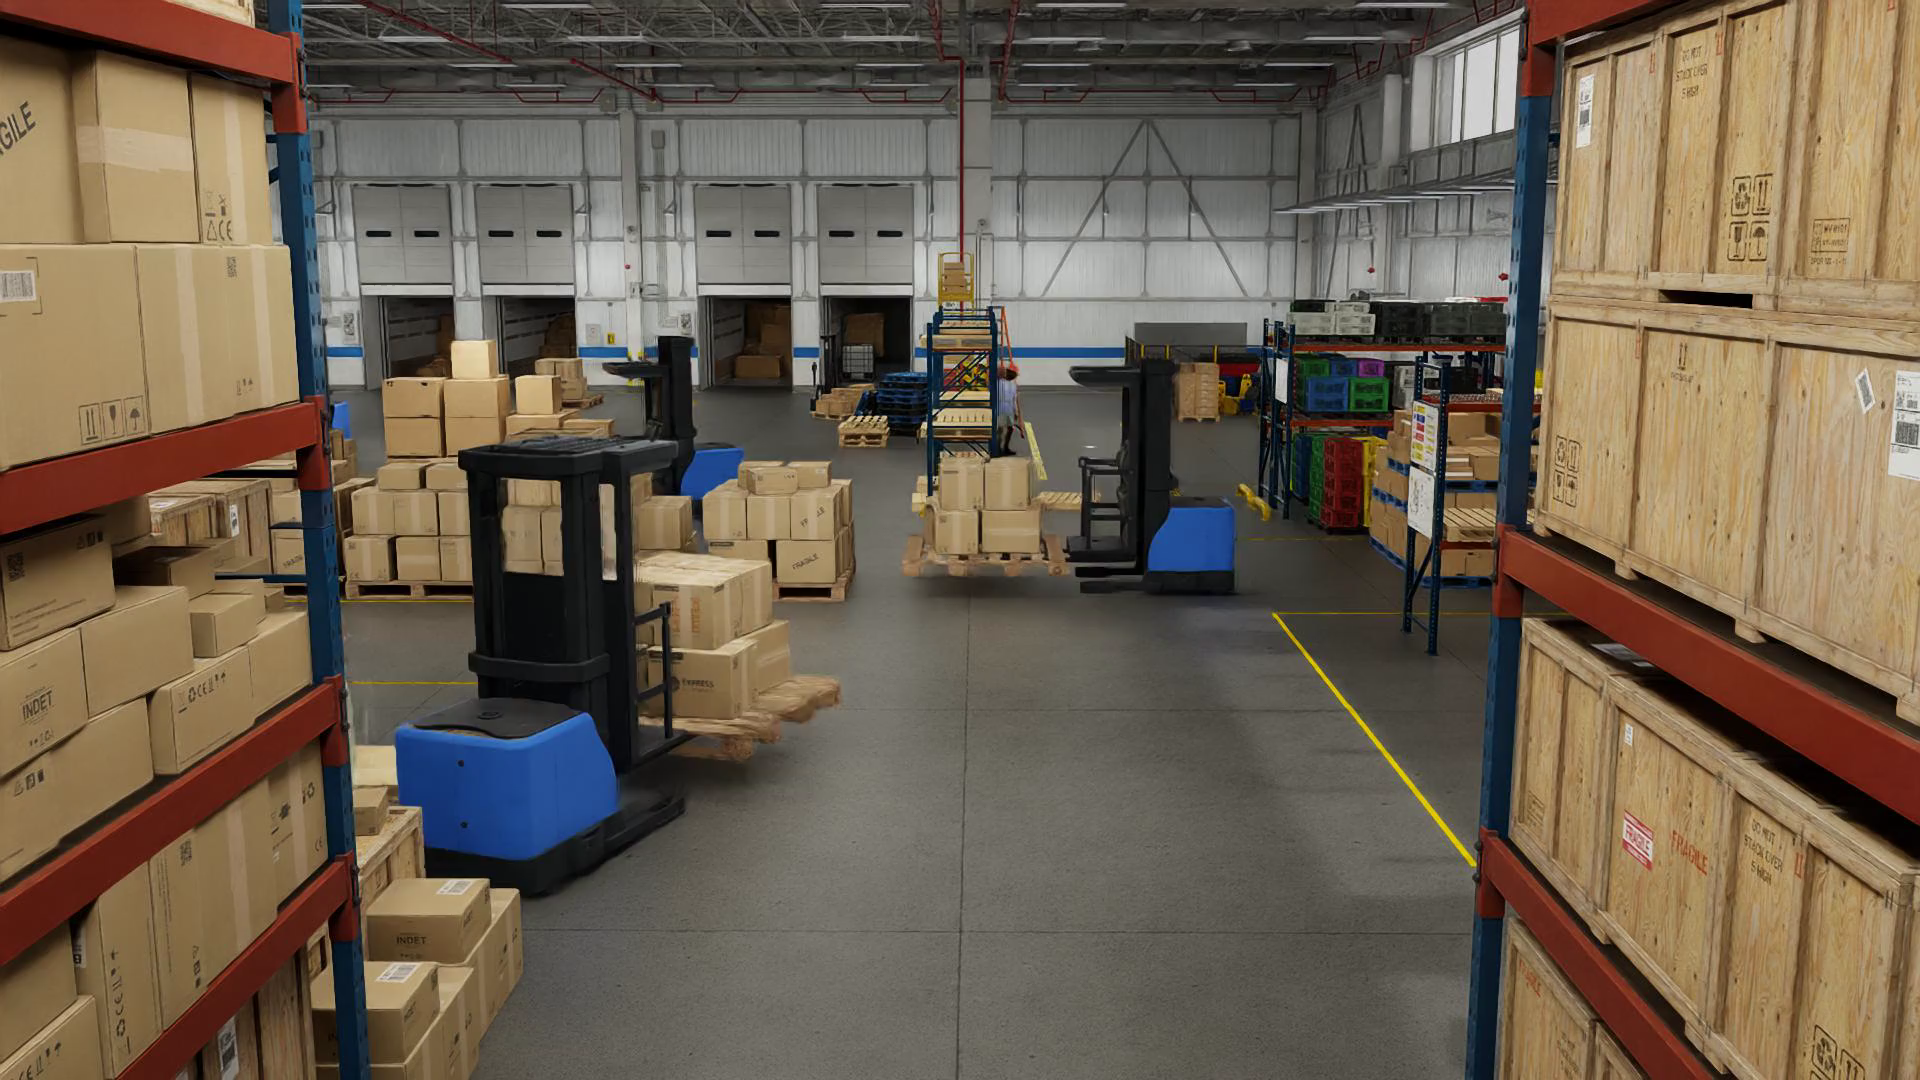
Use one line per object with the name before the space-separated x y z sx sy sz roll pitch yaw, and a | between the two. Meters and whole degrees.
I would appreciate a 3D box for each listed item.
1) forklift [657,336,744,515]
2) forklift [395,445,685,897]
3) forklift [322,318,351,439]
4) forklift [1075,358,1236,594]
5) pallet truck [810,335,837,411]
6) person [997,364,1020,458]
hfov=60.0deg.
forklift | -4.406 -1.785 26.002 1.873 2.768 1.129 -5 11 -24
forklift | -2.872 0.762 11.305 1.129 2.768 1.873 4 11 21
forklift | -13.005 -3.008 33.057 1.129 2.768 1.873 0 10 1
forklift | 2.393 -0.804 20.338 1.873 2.768 1.129 0 10 1
pallet truck | -3.021 -4.312 43.126 1.885 1.965 0.823 3 10 17
person | 0.895 -2.589 33.532 0.668 1.888 0.360 -9 13 -41
